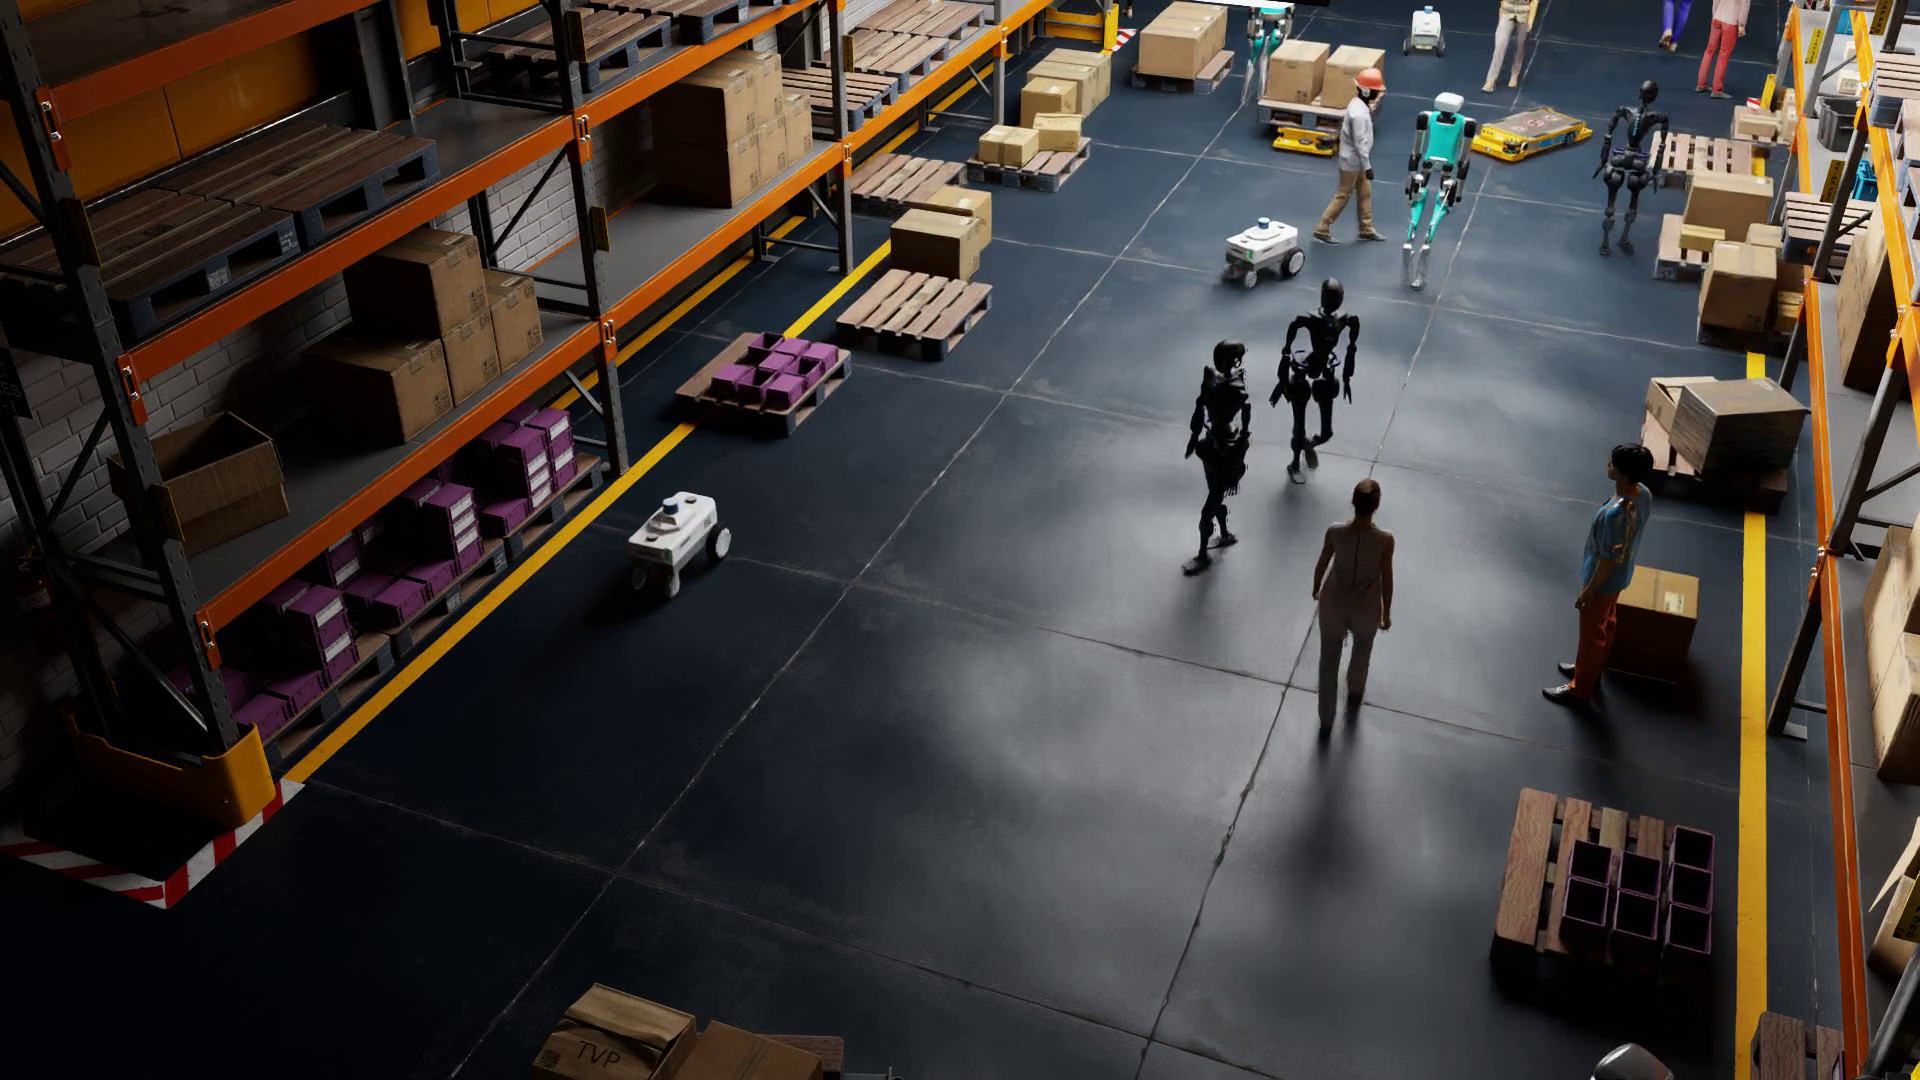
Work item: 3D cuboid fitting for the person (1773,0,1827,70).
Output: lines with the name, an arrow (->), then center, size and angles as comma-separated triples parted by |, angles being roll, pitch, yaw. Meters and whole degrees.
person -> 10.683, -6.885, 20.820 | 0.549, 1.832, 0.960 | 23, 39, 31

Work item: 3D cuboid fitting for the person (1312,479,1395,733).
person -> 2.325, 0.325, 9.817 | 0.483, 1.630, 0.715 | 10, 34, 15

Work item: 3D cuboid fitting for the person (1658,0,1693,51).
person -> 9.265, -7.213, 21.191 | 0.524, 1.964, 0.505 | 11, 35, 17

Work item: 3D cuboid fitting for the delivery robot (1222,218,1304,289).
delivery robot -> 2.819, -2.709, 15.524 | 0.801, 0.598, 0.499 | -25, 41, -33

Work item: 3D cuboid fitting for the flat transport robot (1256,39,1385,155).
flat transport robot -> 4.067, -4.699, 18.865 | 0.659, 0.231, 1.431 | 14, 35, 21

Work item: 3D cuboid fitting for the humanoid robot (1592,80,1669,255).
humanoid robot -> 6.326, -3.525, 15.758 | 0.604, 1.643, 0.367 | 17, 37, 25

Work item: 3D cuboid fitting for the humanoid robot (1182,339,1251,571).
humanoid robot -> 1.711, -0.597, 11.228 | 0.613, 1.638, 0.599 | -16, 36, -23

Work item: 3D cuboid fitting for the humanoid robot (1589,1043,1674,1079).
humanoid robot -> 2.592, 2.701, 6.099 | 0.995, 1.773, 0.533 | 27, 42, 35

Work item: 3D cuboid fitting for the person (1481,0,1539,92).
person -> 6.629, -6.208, 19.843 | 0.493, 1.725, 0.902 | 19, 38, 27

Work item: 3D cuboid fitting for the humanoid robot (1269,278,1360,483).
humanoid robot -> 2.572, -1.189, 12.138 | 0.610, 1.632, 0.434 | -4, 33, -6

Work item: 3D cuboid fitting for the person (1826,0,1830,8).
person -> 10.970, -6.684, 20.477 | 0.505, 1.860, 0.389 | 10, 34, 15

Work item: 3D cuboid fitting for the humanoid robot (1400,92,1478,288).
humanoid robot -> 4.234, -3.034, 15.009 | 0.537, 1.867, 0.738 | 15, 36, 21

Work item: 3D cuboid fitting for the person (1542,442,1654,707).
person -> 3.823, 0.207, 9.892 | 0.324, 1.767, 0.485 | 22, 39, 30

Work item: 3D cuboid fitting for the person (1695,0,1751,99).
person -> 9.117, -6.139, 19.718 | 0.326, 1.762, 0.523 | -11, 34, -16

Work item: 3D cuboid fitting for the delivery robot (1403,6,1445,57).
delivery robot -> 6.022, -6.575, 21.522 | 0.499, 0.614, 0.803 | 7, 34, 11

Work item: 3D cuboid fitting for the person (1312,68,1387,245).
person -> 3.804, -3.646, 15.889 | 0.696, 1.718, 0.575 | 10, 34, 15

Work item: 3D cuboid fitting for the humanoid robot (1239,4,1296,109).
humanoid robot -> 3.593, -5.959, 19.474 | 0.546, 1.795, 0.731 | 0, 33, 0

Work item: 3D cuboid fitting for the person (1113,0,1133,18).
person -> 2.194, -7.925, 22.541 | 0.531, 1.696, 0.319 | -17, 36, -24

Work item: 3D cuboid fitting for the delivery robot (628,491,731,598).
delivery robot -> -1.947, -0.017, 11.350 | 0.499, 0.590, 0.793 | 12, 35, 18

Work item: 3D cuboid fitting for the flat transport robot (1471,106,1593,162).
flat transport robot -> 6.384, -4.553, 18.637 | 1.431, 0.231, 0.659 | -22, 39, -30
